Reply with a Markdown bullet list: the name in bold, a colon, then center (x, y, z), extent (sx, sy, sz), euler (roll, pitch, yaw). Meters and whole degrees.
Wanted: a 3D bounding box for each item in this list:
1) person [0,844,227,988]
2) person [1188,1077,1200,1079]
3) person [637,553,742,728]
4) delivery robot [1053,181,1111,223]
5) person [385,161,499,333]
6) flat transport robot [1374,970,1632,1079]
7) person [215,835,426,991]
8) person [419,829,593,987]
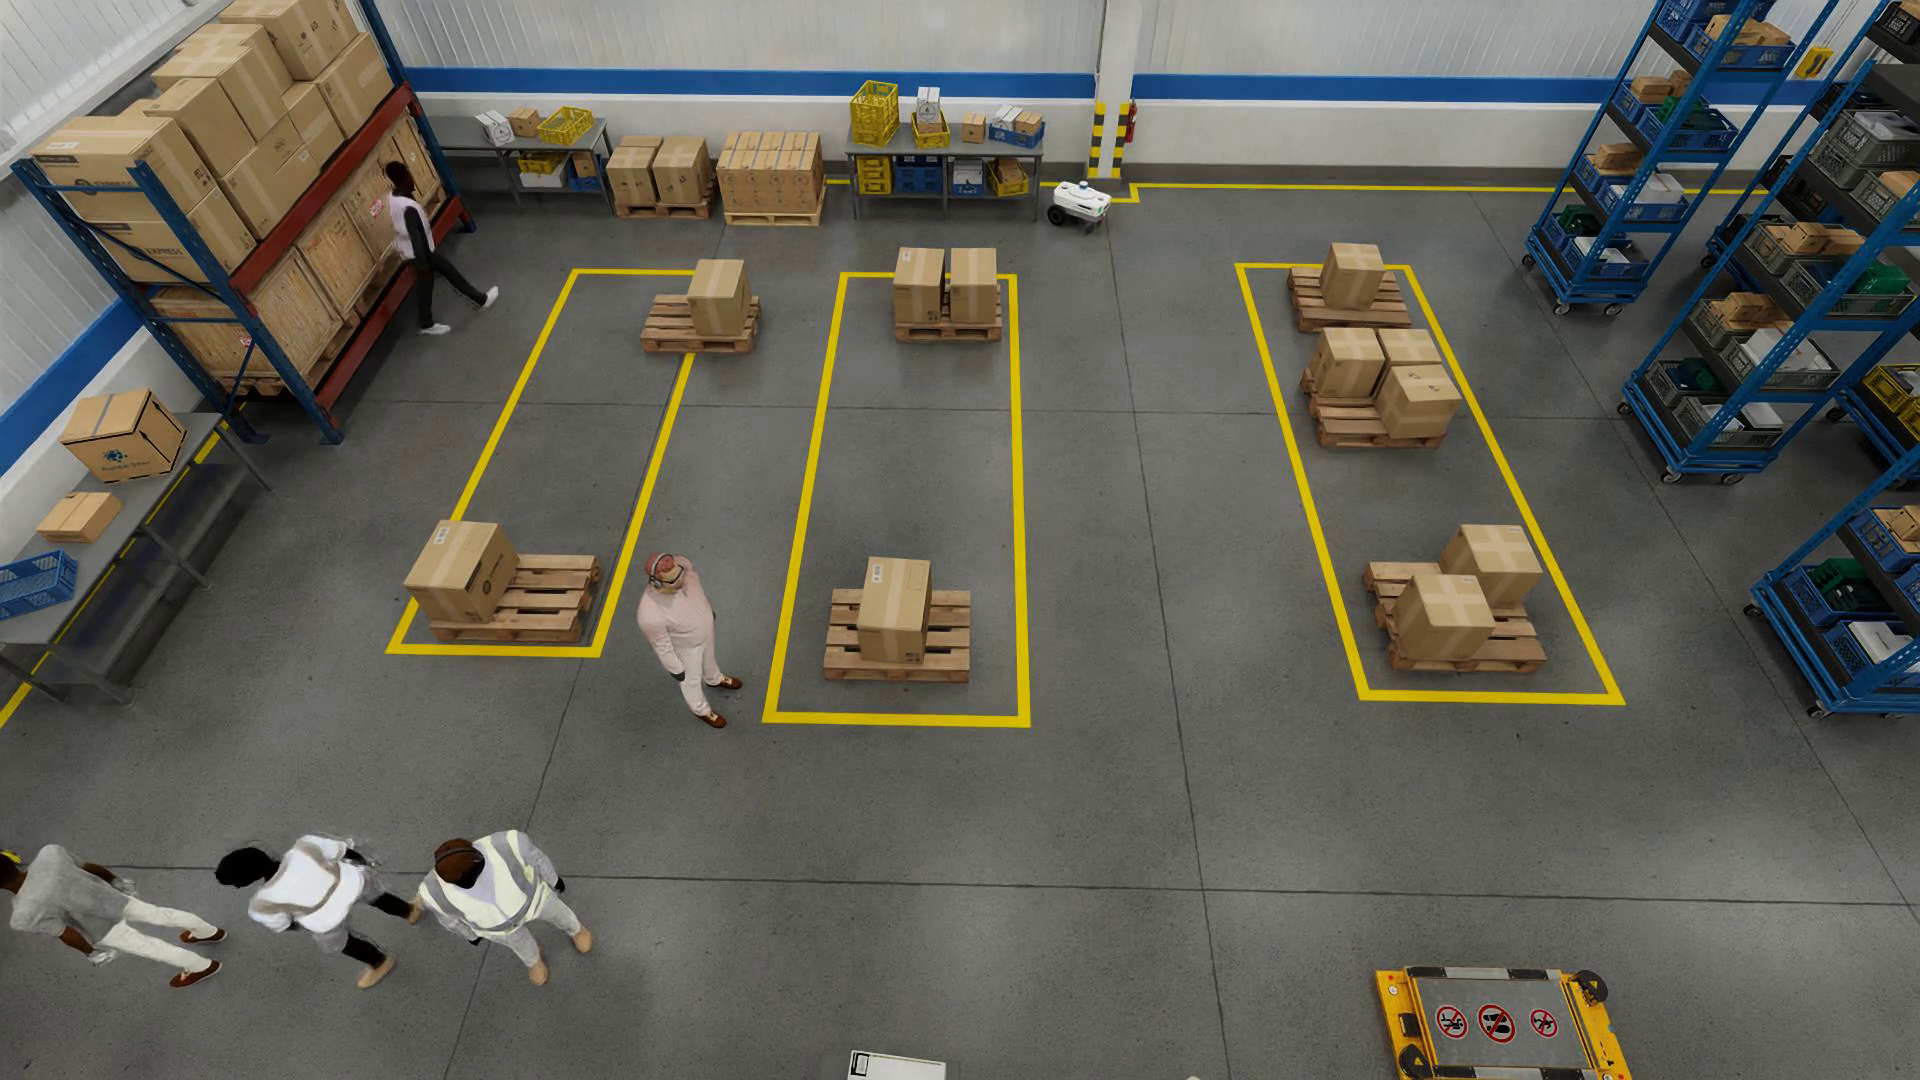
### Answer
- **person**: center (-5.218, 2.299, 5.574), extent (0.327, 1.863, 0.521), euler (-11, 52, -9)
- **person**: center (1.117, 3.246, 4.821), extent (0.404, 1.833, 0.590), euler (26, 55, 20)
- **person**: center (-1.998, 0.723, 6.831), extent (0.408, 1.906, 0.654), euler (10, 52, 8)
- **delivery robot**: center (1.567, -4.368, 11.789), extent (0.707, 0.478, 0.477), euler (25, 55, 19)
- **person**: center (-5.837, -3.183, 10.056), extent (0.993, 1.843, 0.666), euler (-37, 60, -26)
- **flat transport robot**: center (3.501, 3.133, 5.914), extent (1.431, 0.197, 0.652), euler (1, 51, 1)
- **person**: center (-3.922, 2.226, 5.758), extent (0.335, 1.672, 0.681), euler (15, 52, 12)
- **person**: center (-2.753, 2.251, 5.627), extent (0.634, 1.841, 0.429), euler (-32, 57, -23)
